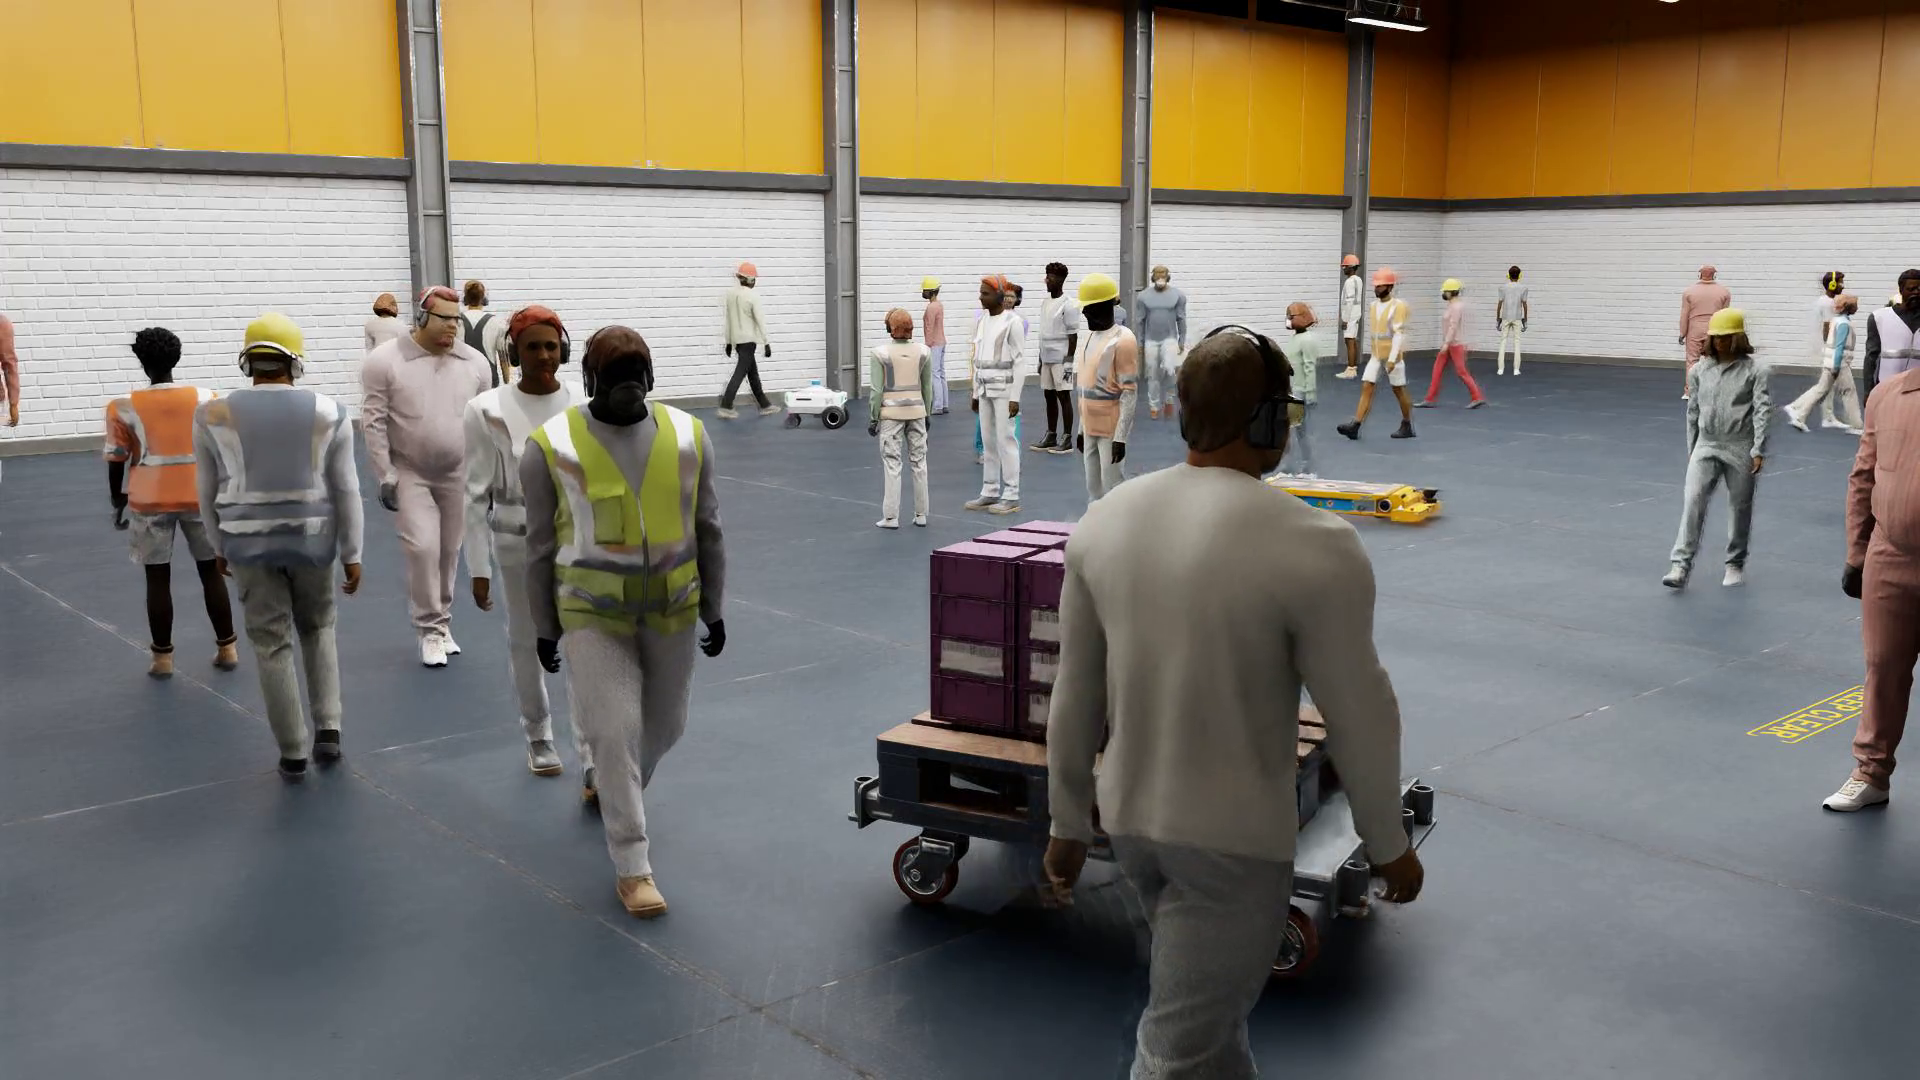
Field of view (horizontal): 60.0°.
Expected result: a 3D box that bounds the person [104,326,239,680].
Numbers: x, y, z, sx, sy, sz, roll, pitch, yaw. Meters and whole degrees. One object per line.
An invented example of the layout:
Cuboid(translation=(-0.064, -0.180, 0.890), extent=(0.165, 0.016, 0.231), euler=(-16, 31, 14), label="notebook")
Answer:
Cuboid(translation=(-3.772, -0.175, 7.975), extent=(0.551, 1.693, 0.346), euler=(-5, 11, -29), label="person")

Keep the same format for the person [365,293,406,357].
Cuboid(translation=(-6.049, -1.795, 17.638), extent=(0.498, 1.633, 0.285), euler=(2, 10, 12), label="person")

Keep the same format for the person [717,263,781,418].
Cuboid(translation=(-2.680, -2.507, 20.924), extent=(1.042, 1.942, 0.644), euler=(-9, 13, -43), label="person")

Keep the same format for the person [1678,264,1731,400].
Cuboid(translation=(10.425, -2.903, 23.328), extent=(0.652, 1.906, 0.402), euler=(3, 10, 15), label="person")

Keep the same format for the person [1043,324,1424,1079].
Cuboid(translation=(0.526, 0.545, 3.180), extent=(0.990, 1.889, 0.640), euler=(-8, 13, -39), label="person")

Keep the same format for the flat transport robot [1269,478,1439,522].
Cuboid(translation=(2.965, -0.330, 13.043), extent=(1.431, 0.197, 0.652), euler=(5, 11, 28), label="flat transport robot")

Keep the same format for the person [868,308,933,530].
Cuboid(translation=(-0.436, -0.895, 12.345), extent=(0.514, 1.642, 0.310), euler=(-5, 11, -26), label="person")

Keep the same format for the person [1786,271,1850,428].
Cuboid(translation=(10.148, -2.225, 19.518), extent=(0.649, 1.853, 0.564), euler=(5, 11, 27), label="person")

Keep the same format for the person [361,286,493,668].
Cuboid(translation=(-2.585, -0.311, 8.259), extent=(0.674, 1.870, 0.729), euler=(-7, 12, -37), label="person")

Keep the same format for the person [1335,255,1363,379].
Cuboid(translation=(6.440, -3.688, 27.528), extent=(0.378, 2.044, 0.607), euler=(5, 11, 25), label="person")

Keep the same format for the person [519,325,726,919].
Cuboid(translation=(-1.078, 0.216, 5.340), extent=(0.626, 1.816, 0.815), euler=(-5, 11, -27), label="person")

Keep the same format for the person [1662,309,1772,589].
Cuboid(translation=(4.583, -0.526, 10.014), extent=(0.508, 1.704, 0.871), euler=(8, 12, 38), label="person")

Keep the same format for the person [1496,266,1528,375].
Cuboid(translation=(9.430, -3.748, 28.417), extent=(0.516, 1.861, 0.317), euler=(4, 10, 21), label="person")

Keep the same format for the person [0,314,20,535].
Cuboid(translation=(-7.129, -1.010, 12.015), extent=(0.630, 1.979, 0.469), euler=(-7, 12, -35), label="person")

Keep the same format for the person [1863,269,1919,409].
Cuboid(translation=(7.590, -1.219, 13.434), extent=(0.587, 1.920, 0.391), euler=(1, 10, 4), label="person")

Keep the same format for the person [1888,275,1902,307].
Cuboid(translation=(13.270, -2.815, 23.136), extent=(0.712, 1.803, 0.430), euler=(5, 11, 29), label="person")

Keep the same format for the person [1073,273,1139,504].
Cuboid(translation=(0.884, -0.698, 10.387), extent=(0.382, 1.917, 0.585), euler=(-4, 10, -22), label="person")

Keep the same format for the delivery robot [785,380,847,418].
Cuboid(translation=(-1.698, -1.641, 19.619), extent=(0.707, 0.478, 0.477), euler=(0, 10, 3), label="delivery robot")

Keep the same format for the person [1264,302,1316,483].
Cuboid(translation=(2.913, -1.302, 14.800), extent=(0.598, 1.617, 0.508), euler=(0, 10, -2), label="person")

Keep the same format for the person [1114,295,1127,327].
Cuboid(translation=(1.956, -2.460, 21.531), extent=(0.507, 1.632, 0.281), euler=(-9, 14, -44), label="person")

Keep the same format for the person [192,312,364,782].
Cuboid(translation=(-2.649, 0.023, 6.493), extent=(0.583, 1.802, 0.556), euler=(-5, 11, -26), label="person")

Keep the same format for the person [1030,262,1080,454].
Cuboid(translation=(0.984, -1.875, 17.132), extent=(0.362, 1.966, 0.611), euler=(-6, 11, -30), label="person")

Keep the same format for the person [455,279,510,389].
Cuboid(translation=(-4.063, -1.278, 14.057), extent=(0.518, 1.824, 0.395), euler=(-2, 10, -9), label="person")

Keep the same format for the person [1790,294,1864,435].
Cuboid(translation=(9.938, -1.982, 18.890), extent=(0.849, 1.613, 0.527), euler=(3, 10, 18), label="person")

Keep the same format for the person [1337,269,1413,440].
Cuboid(translation=(4.648, -2.034, 18.318), extent=(1.032, 1.878, 0.563), euler=(-6, 11, -32), label="person")

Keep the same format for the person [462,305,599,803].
Cuboid(translation=(-1.531, 0.061, 6.182), extent=(0.595, 1.830, 0.974), euler=(-5, 11, -26), label="person")

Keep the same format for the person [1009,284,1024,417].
Cuboid(translation=(0.563, -2.373, 20.915), extent=(0.482, 1.675, 0.539), euler=(1, 10, 4), label="person")

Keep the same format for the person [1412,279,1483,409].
Cuboid(translation=(6.545, -2.596, 22.068), extent=(0.884, 1.726, 0.528), euler=(0, 10, 0), label="person")

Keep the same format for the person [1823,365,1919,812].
Cuboid(translation=(3.433, 0.080, 5.867), extent=(0.408, 1.908, 0.643), euler=(-8, 12, -38), label="person")

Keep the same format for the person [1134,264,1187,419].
Cuboid(translation=(2.465, -2.439, 20.557), extent=(0.640, 1.924, 0.459), euler=(2, 10, 14), label="person")

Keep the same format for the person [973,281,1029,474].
Cuboid(translation=(0.368, -1.558, 15.782), extent=(0.581, 1.803, 0.978), euler=(-3, 10, -15), label="person")

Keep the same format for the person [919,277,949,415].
Cuboid(translation=(-0.347, -2.477, 21.268), extent=(0.346, 1.761, 0.528), euler=(3, 10, 15), label="person")

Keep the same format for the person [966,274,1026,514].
Cuboid(translation=(0.288, -1.149, 13.124), extent=(0.337, 1.882, 0.584), euler=(-7, 12, -34), label="person")
